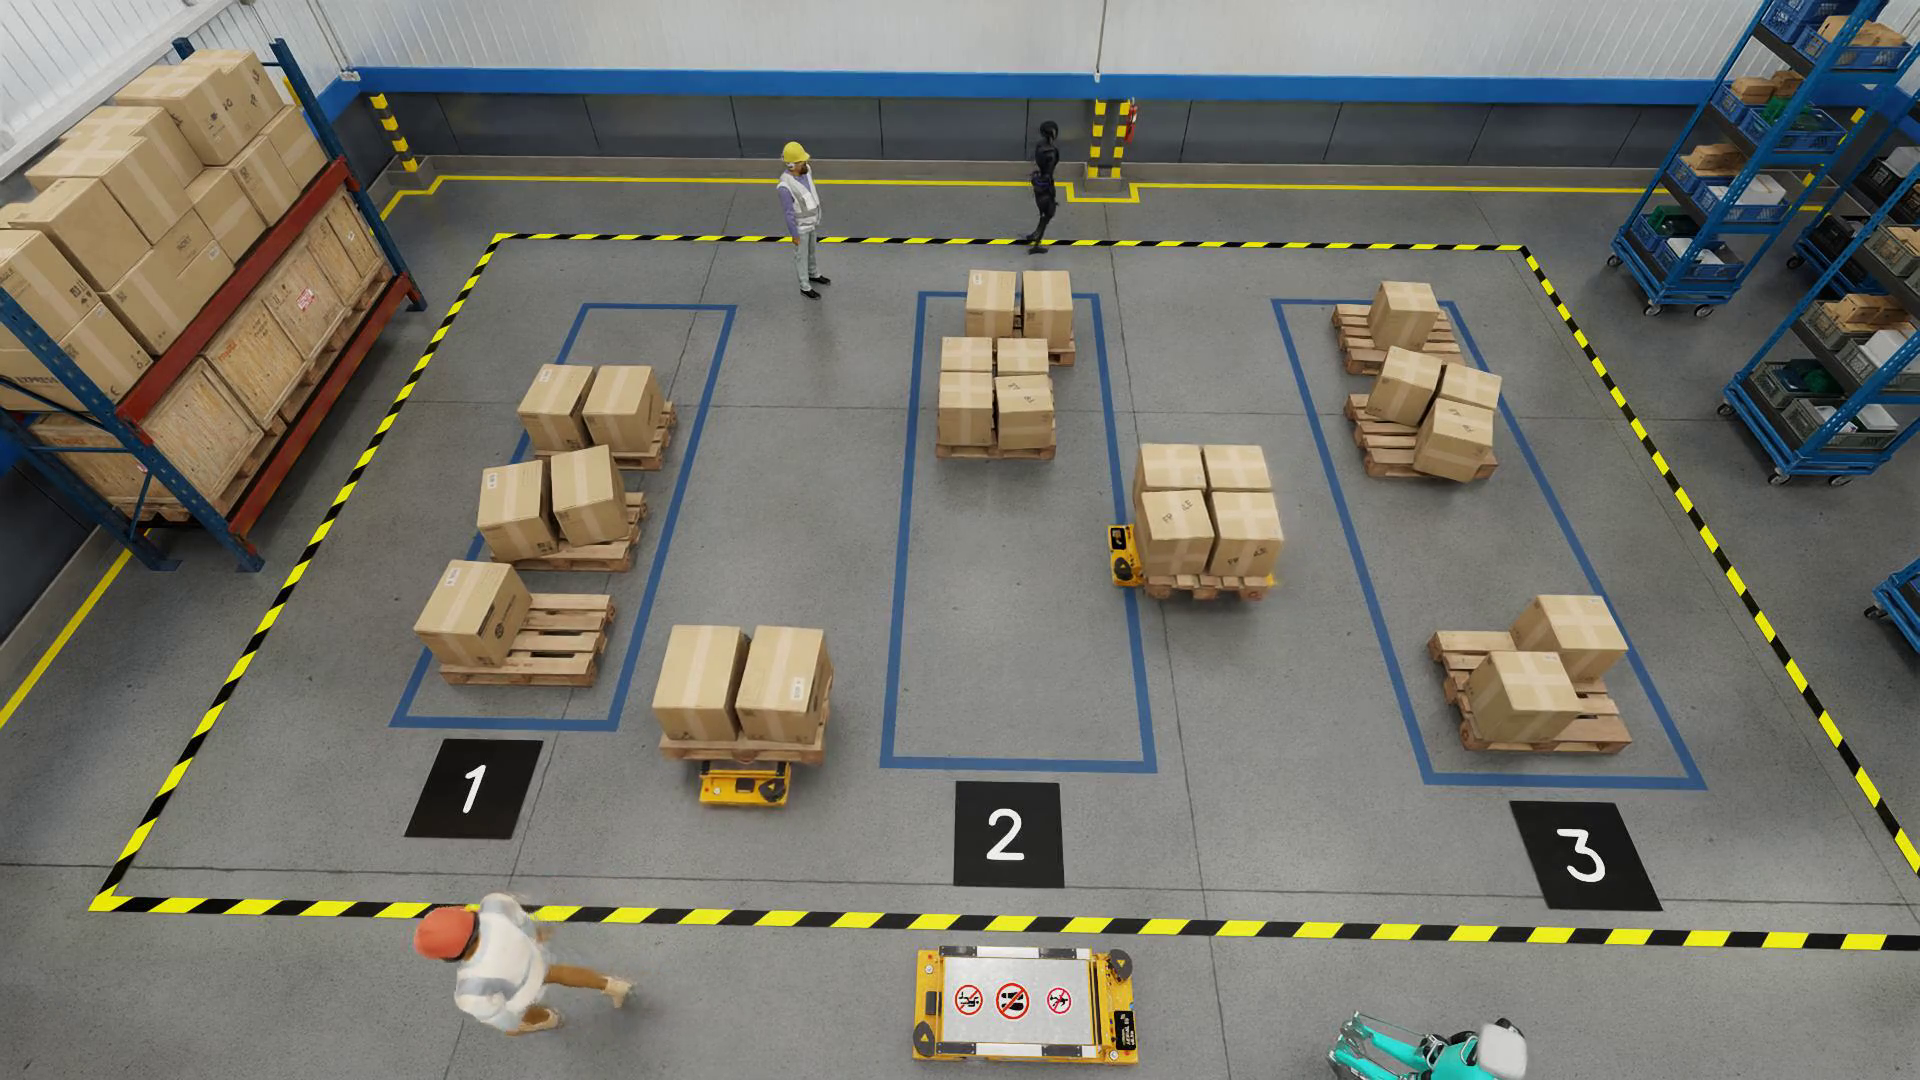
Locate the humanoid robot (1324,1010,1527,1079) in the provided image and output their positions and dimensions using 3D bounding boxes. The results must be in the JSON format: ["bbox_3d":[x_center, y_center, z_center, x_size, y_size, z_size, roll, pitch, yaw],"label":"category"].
[{"bbox_3d":[2.452,2.857,5.123,0.533,1.676,0.735,-37,60,-26],"label":"humanoid robot"}]

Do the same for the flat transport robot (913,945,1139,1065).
[{"bbox_3d":[0.422,3.041,6.007,1.431,0.231,0.659,1,51,1],"label":"flat transport robot"}]

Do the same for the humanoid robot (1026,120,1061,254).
[{"bbox_3d":[1.023,-4.212,11.007,0.351,1.647,0.603,-6,51,-5],"label":"humanoid robot"}]

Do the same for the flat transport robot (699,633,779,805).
[{"bbox_3d":[-1.628,1.398,7.328,0.652,0.197,1.431,1,51,1],"label":"flat transport robot"}]

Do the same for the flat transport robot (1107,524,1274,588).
[{"bbox_3d":[2.099,0.113,8.376,1.431,0.197,0.652,1,51,1],"label":"flat transport robot"}]

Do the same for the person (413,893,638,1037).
[{"bbox_3d":[-2.519,2.520,5.305,0.799,2.017,0.614,-1,51,-1],"label":"person"}]

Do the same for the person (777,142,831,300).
[{"bbox_3d":[-1.770,-3.628,10.431,0.404,1.837,0.589,15,52,12],"label":"person"}]
